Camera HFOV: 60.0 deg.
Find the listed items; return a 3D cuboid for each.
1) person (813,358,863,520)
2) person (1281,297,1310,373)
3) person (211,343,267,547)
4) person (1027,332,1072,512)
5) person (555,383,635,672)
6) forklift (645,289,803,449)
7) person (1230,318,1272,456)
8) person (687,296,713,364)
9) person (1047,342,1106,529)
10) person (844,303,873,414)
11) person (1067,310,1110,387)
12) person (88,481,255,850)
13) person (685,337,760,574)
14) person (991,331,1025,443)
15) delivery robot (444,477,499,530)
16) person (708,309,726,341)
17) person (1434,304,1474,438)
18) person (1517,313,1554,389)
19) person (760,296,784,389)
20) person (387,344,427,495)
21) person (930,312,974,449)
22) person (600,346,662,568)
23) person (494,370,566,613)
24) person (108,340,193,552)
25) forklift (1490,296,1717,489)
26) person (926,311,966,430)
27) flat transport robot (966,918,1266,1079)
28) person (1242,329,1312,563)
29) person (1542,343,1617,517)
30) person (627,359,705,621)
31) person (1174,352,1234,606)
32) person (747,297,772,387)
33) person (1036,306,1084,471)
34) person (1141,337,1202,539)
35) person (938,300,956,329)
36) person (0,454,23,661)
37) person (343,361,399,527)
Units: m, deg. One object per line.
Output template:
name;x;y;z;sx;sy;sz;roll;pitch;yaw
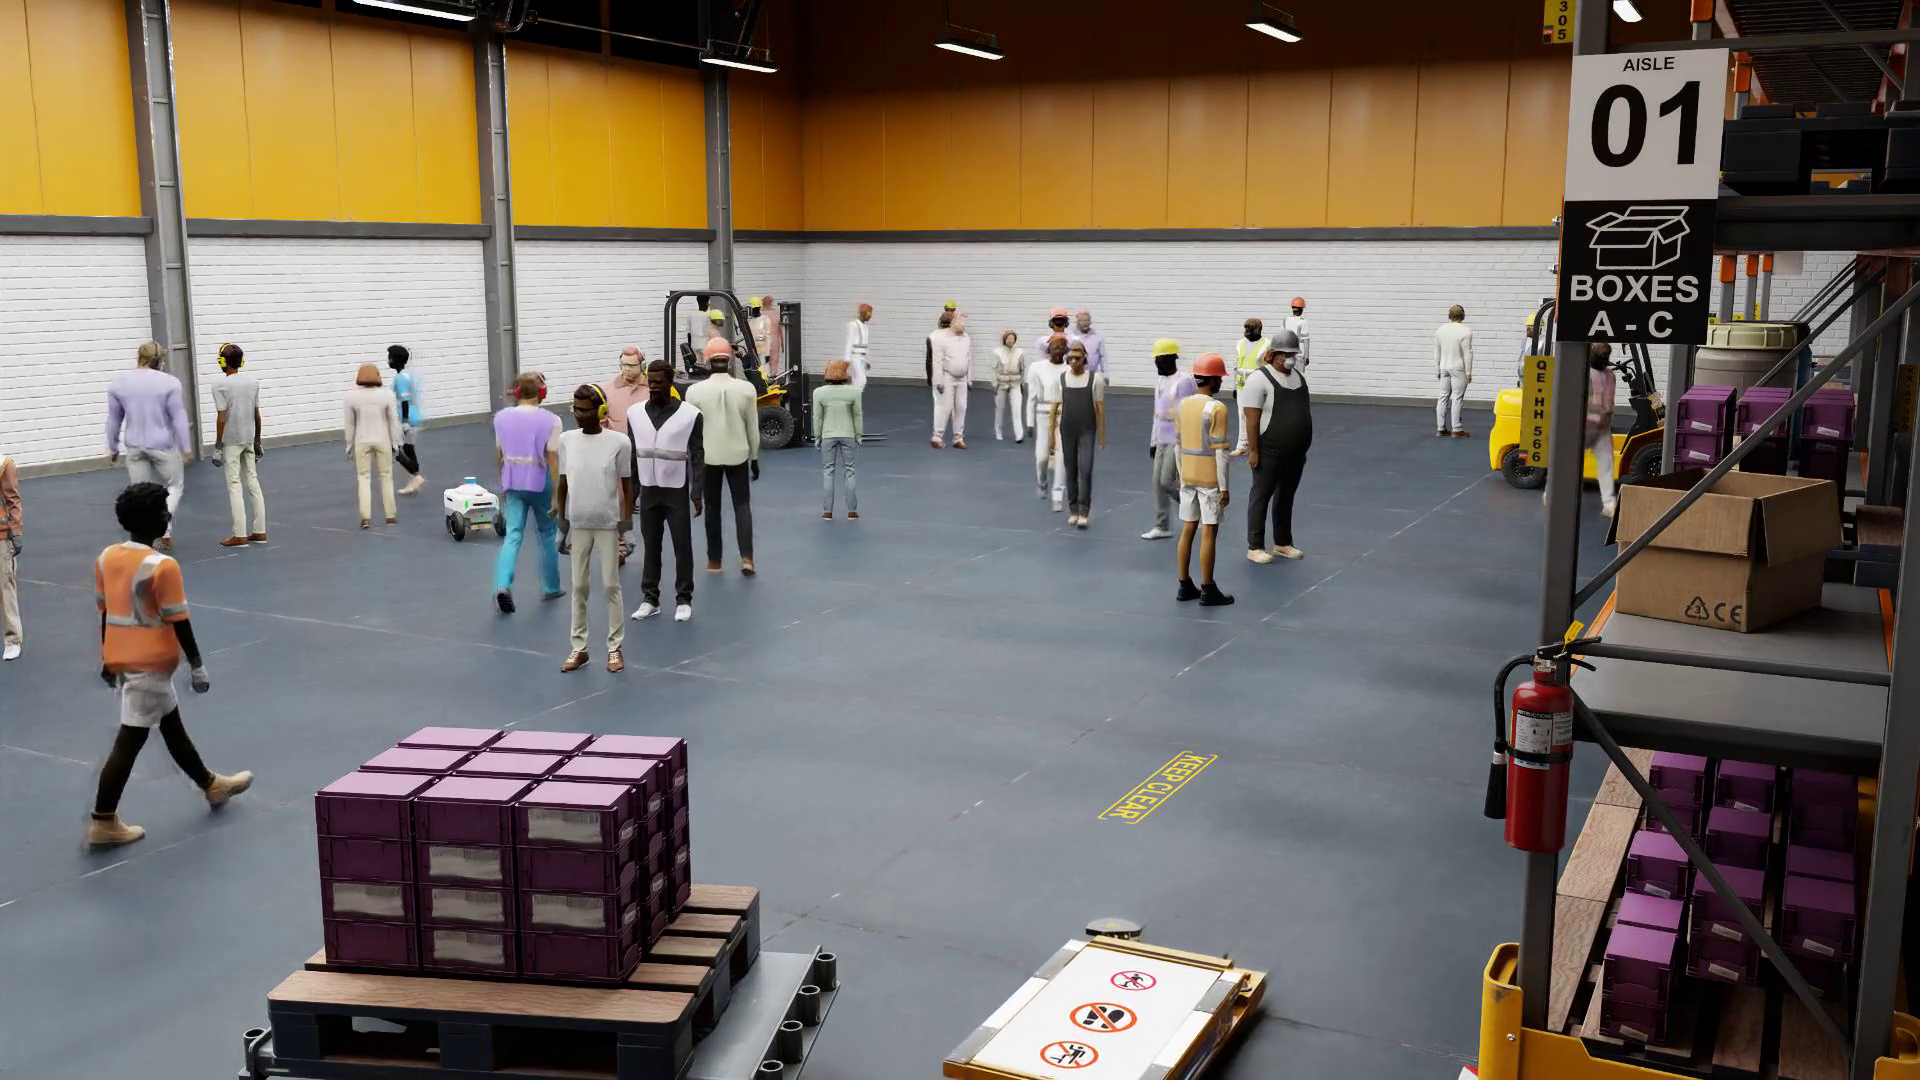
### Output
person;-1.228;-1.012;16.756;0.499;1.636;0.286;-1;10;-5
person;5.760;-3.189;28.497;0.553;1.933;0.369;10;14;44
person;-6.636;-0.869;15.256;0.313;1.869;0.538;5;11;26
person;0.993;-1.246;17.426;0.579;1.866;0.595;0;10;-1
person;-2.344;-0.071;10.670;0.519;1.861;0.331;1;10;4
forklift;-3.358;-2.392;23.136;2.313;2.155;1.214;-1;10;-5
person;3.843;-1.992;21.851;0.627;1.839;0.429;9;13;42
person;-4.632;-3.458;29.966;0.614;1.963;0.362;6;11;29
person;1.122;-1.005;16.203;0.554;1.809;0.850;2;10;12
person;-1.674;-2.966;27.441;0.489;1.851;0.663;3;10;19
person;1.799;-2.404;24.171;0.648;1.865;0.975;-3;10;-16
person;-3.686;0.548;7.673;0.543;1.639;0.889;7;12;35
person;-1.983;-0.694;13.892;0.622;1.996;0.403;-3;10;-15
person;0.681;-2.179;23.679;0.518;1.588;0.890;-2;10;-11
delivery robot;-4.647;-0.354;15.808;0.477;0.478;0.707;-6;12;-33
person;-3.974;-2.926;27.495;0.599;1.748;0.553;1;10;3
person;7.214;-2.462;24.280;0.363;1.939;0.636;-7;12;-36
person;8.156;-2.315;23.729;0.403;1.835;0.588;-4;11;-21
person;-3.702;-3.791;32.228;0.658;1.856;0.972;0;10;-2
person;-6.147;-1.317;18.364;0.361;1.682;0.541;-2;10;-12
person;-0.077;-2.175;22.847;0.673;1.897;0.427;-8;13;-40
person;-2.777;-0.700;14.190;0.636;1.903;0.405;-1;10;-6
person;-3.278;-0.373;12.567;0.575;1.814;0.901;2;10;10
person;-7.182;-0.805;14.749;0.724;1.917;0.416;0;10;0
forklift;7.296;-1.677;18.993;2.313;2.155;1.214;5;11;27
person;-0.183;-2.423;24.364;0.633;1.837;0.429;0;10;-2
flat transport robot;0.492;1.621;5.463;0.652;0.197;1.431;5;11;26
person;2.808;-0.822;14.489;0.688;2.000;0.536;-7;12;-34
person;6.446;-1.149;17.077;0.639;1.822;0.814;-4;11;-23
person;-2.155;-0.366;12.201;0.590;1.920;0.399;2;10;12
person;1.875;-0.466;12.724;0.361;1.938;0.545;-7;12;-34
person;-3.573;-3.335;29.416;0.581;1.918;0.416;8;13;38
person;1.224;-1.870;20.578;0.605;2.034;0.391;-2;10;-9
person;1.980;-0.943;15.579;0.531;1.901;0.613;-3;10;-19
person;-0.192;-3.795;32.491;0.523;1.769;0.316;7;12;34
person;-6.446;-0.010;10.949;0.521;1.638;0.311;-2;10;-9
person;-5.771;-0.938;16.350;0.505;1.635;0.280;-3;10;-15
